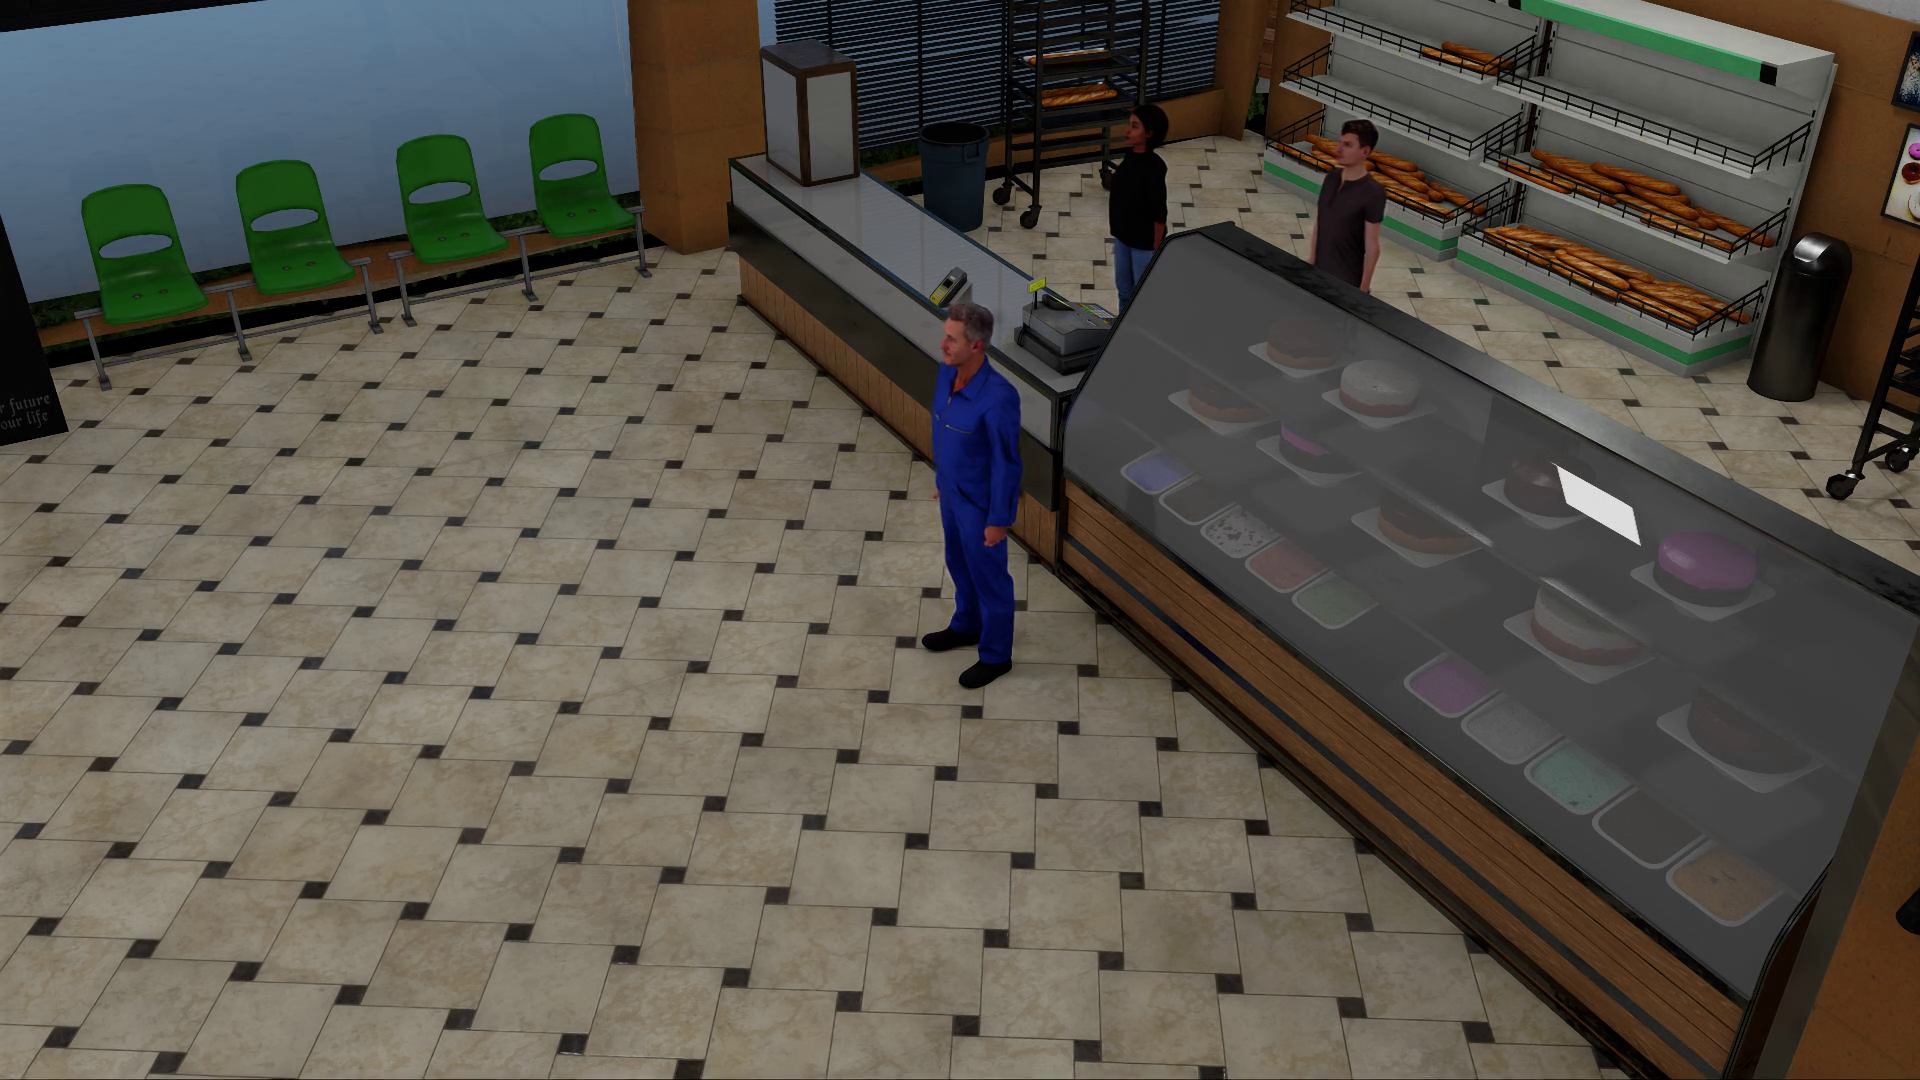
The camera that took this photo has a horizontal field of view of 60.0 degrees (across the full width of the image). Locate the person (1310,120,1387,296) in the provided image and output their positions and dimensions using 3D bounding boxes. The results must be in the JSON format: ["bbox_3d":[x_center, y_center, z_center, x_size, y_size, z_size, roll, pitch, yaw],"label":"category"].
[{"bbox_3d":[2.139,-1.451,9.324,0.535,1.852,0.638,-16,35,-24],"label":"person"}]

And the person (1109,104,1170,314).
[{"bbox_3d":[1.076,-1.778,9.993,0.532,1.701,0.570,-16,35,-24],"label":"person"}]

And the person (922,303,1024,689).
[{"bbox_3d":[0.067,-0.204,7.342,0.538,1.828,0.711,-16,35,-24],"label":"person"}]
